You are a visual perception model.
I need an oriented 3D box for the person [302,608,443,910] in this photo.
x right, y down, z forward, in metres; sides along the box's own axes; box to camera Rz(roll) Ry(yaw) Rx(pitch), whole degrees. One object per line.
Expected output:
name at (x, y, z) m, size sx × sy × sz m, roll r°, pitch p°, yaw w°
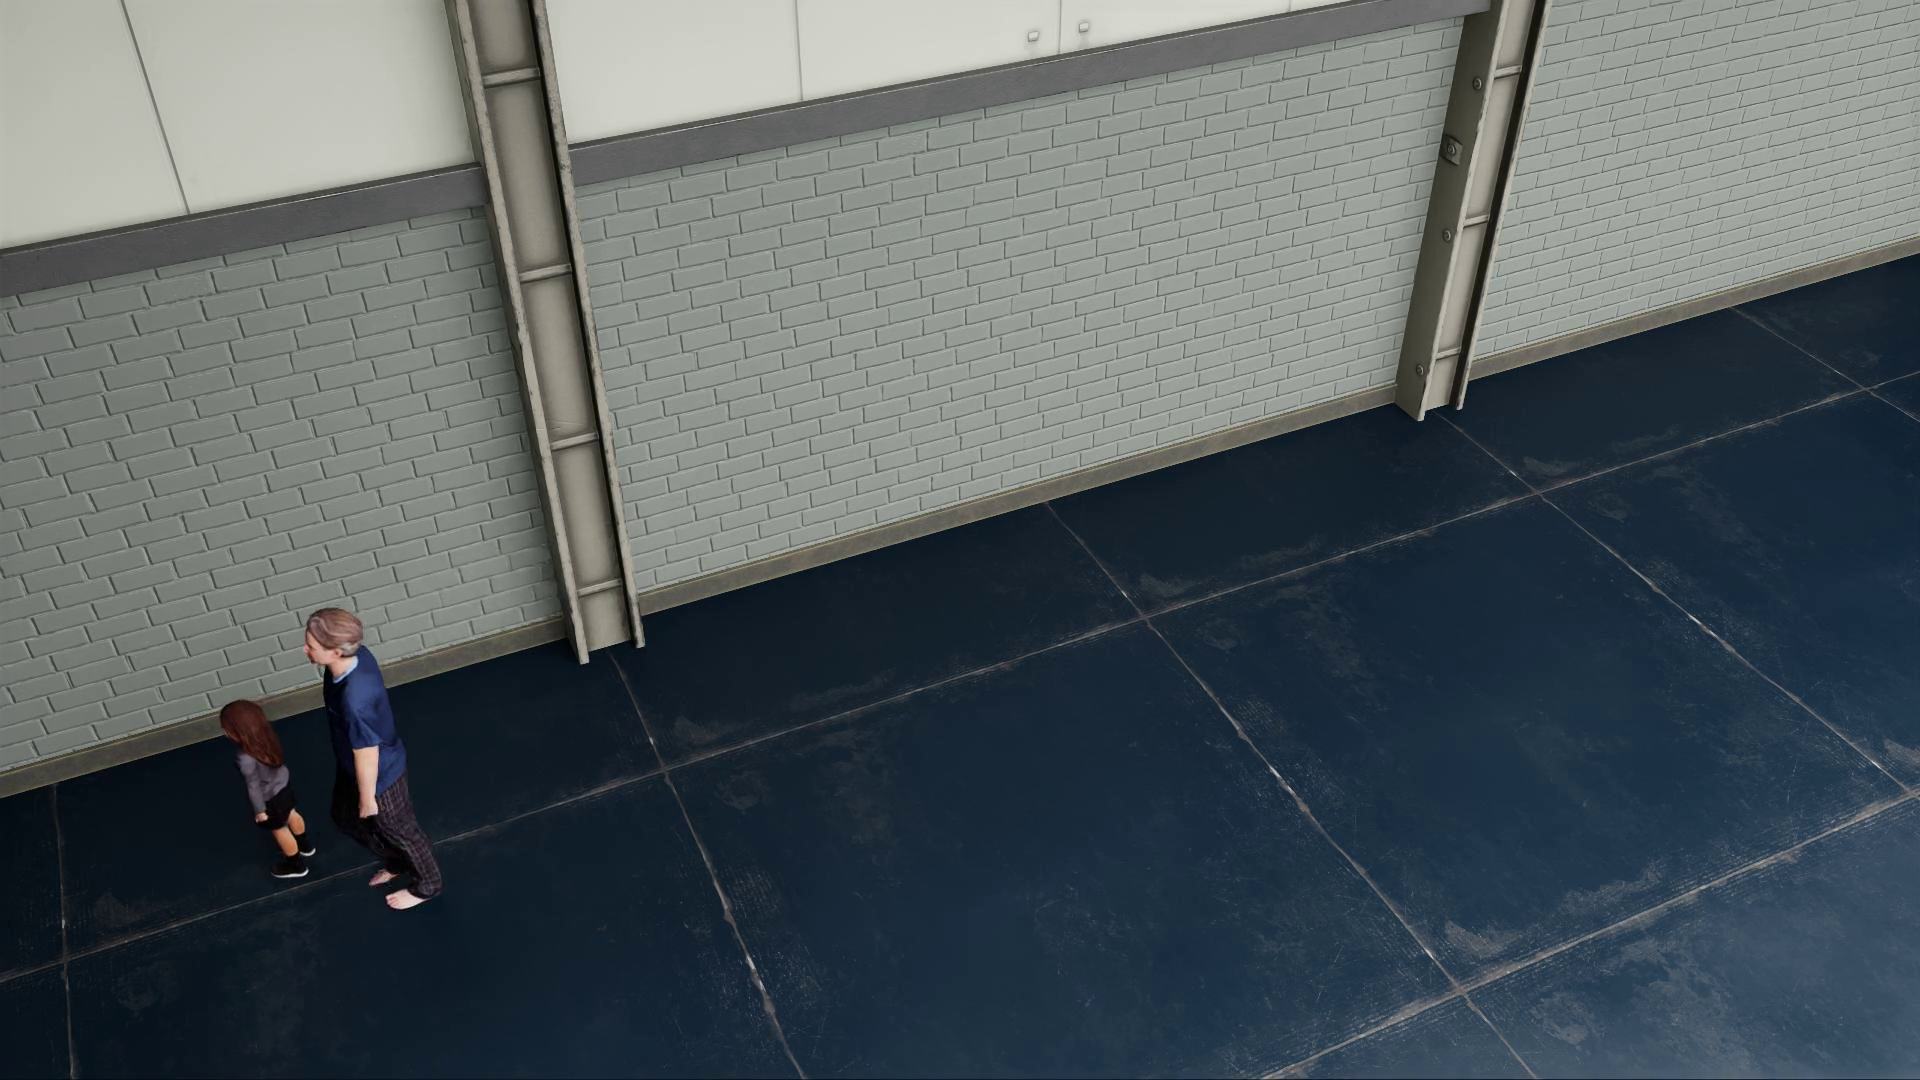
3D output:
person at (-2.668, 1.024, 7.802) m, size 0.621 × 1.864 × 0.674 m, roll -17°, pitch 41°, yaw -20°

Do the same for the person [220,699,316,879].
person at (-3.392, 1.209, 8.182) m, size 0.518 × 1.105 × 0.514 m, roll -5°, pitch 38°, yaw -6°
